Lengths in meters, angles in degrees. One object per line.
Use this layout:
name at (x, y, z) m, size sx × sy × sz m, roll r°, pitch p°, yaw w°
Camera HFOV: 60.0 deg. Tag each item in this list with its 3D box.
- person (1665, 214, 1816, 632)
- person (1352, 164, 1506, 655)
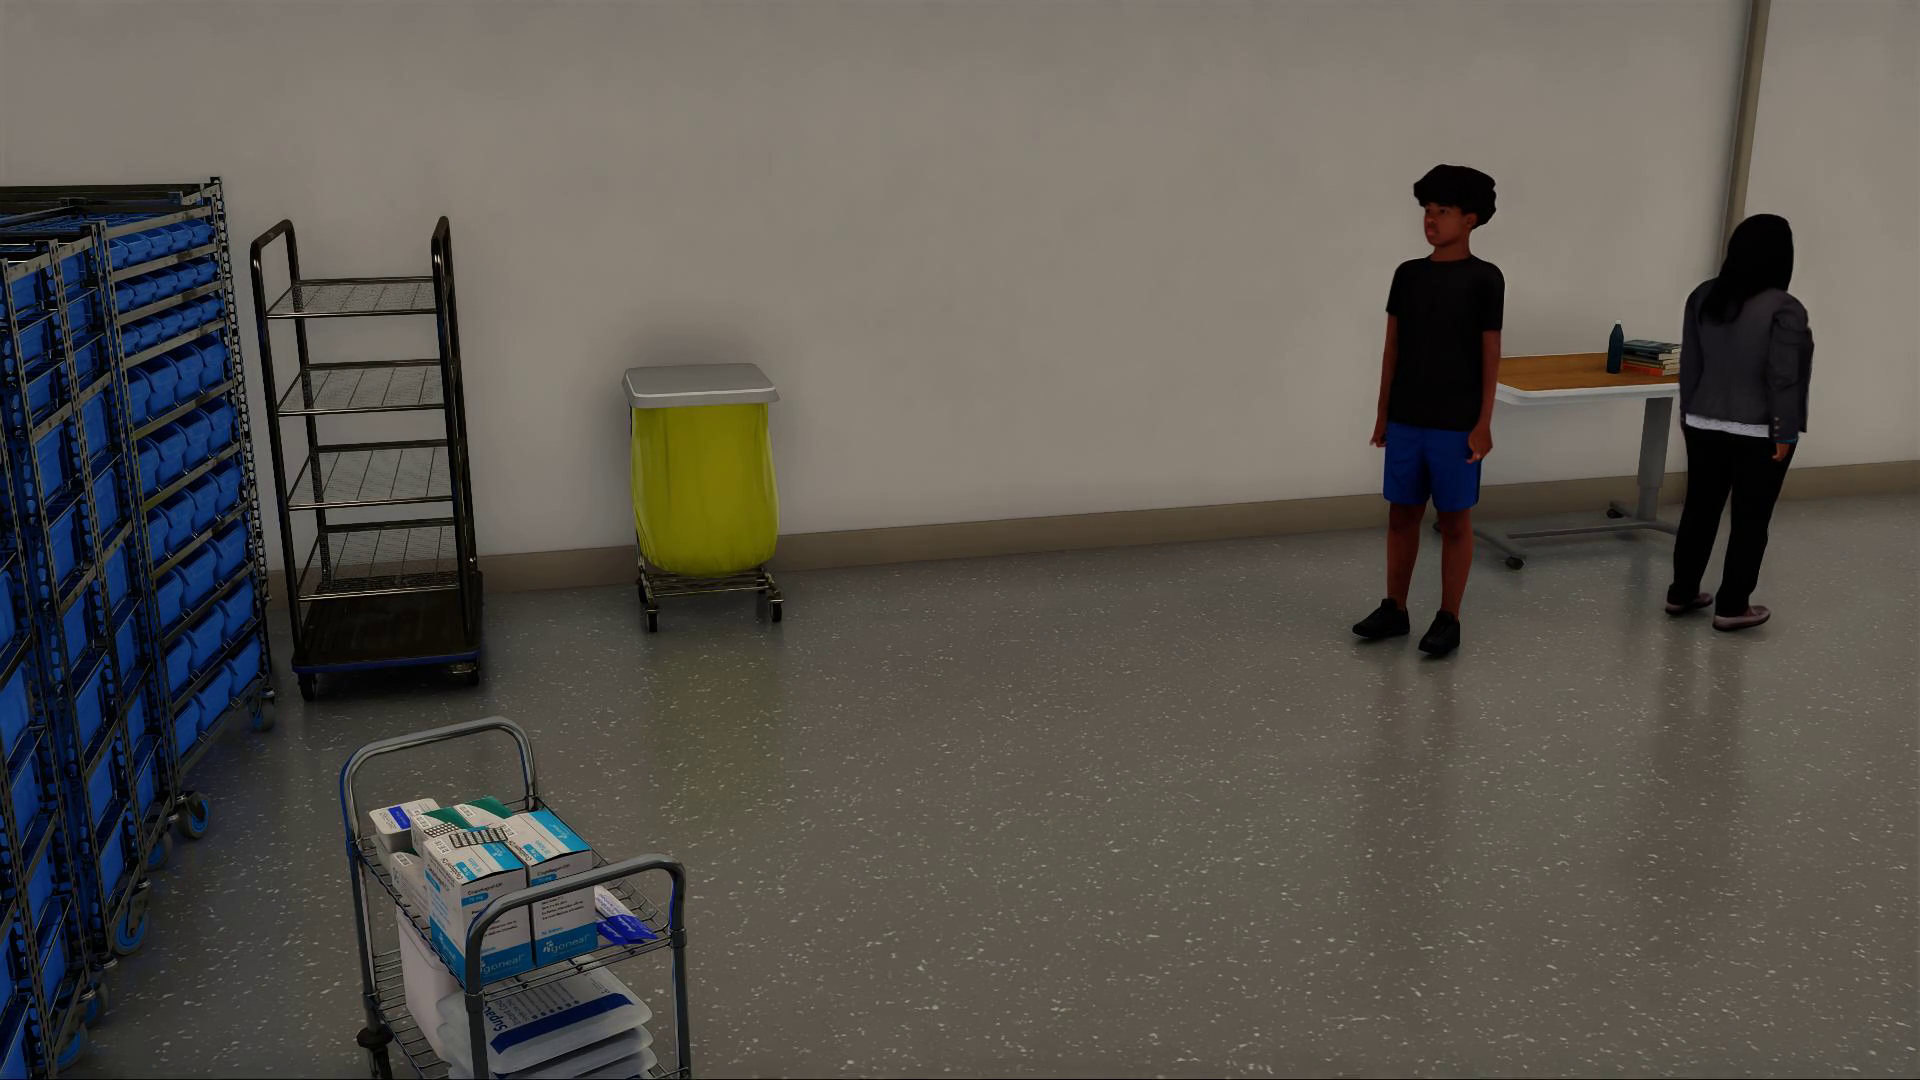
person at (2.998, -0.444, 6.409) m, size 0.725 × 1.595 × 0.726 m, roll -8°, pitch 18°, yaw -26°
person at (1.763, -0.474, 6.140) m, size 0.711 × 1.797 × 0.729 m, roll 14°, pitch 21°, yaw 41°
